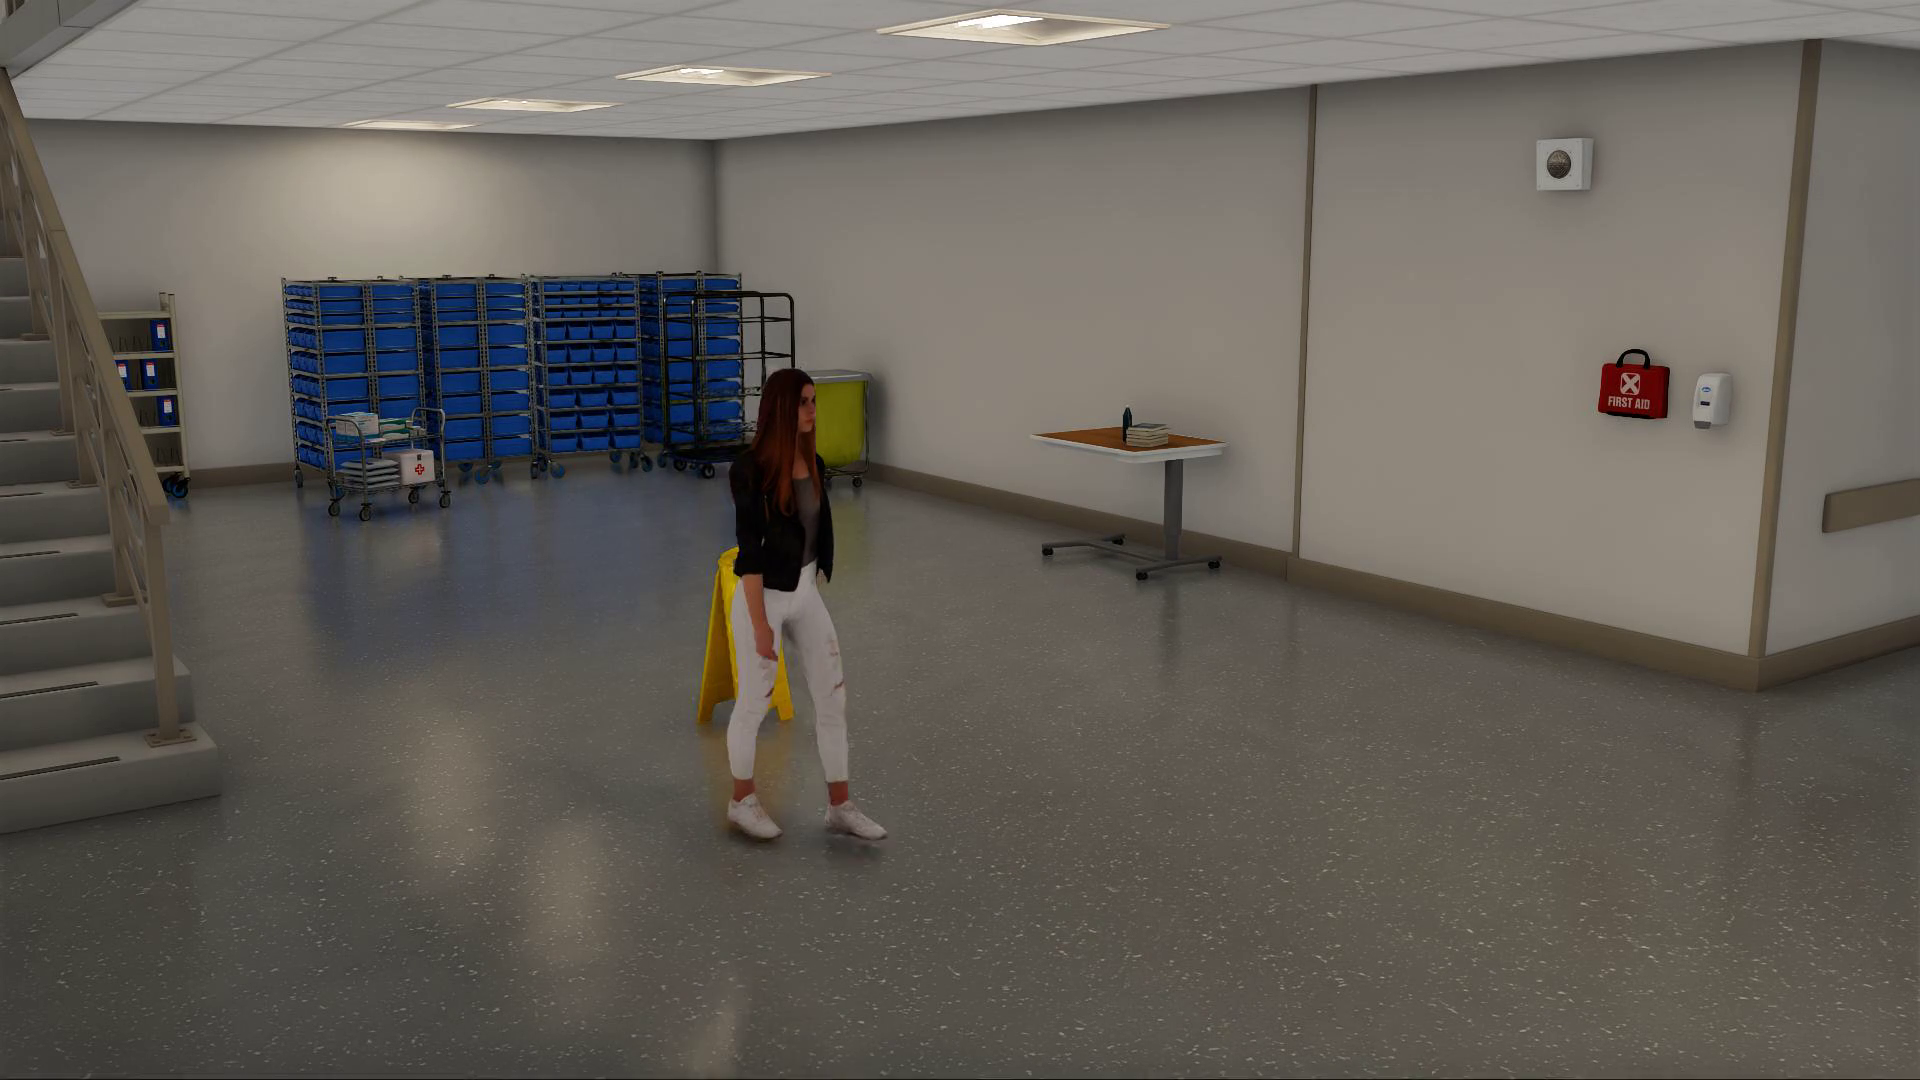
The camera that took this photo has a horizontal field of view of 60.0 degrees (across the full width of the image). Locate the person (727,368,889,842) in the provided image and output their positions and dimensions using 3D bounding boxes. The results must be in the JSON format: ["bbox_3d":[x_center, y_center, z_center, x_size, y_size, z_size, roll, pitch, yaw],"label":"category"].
[{"bbox_3d":[-0.704,0.240,5.897,0.914,1.681,0.725,10,15,43],"label":"person"}]
